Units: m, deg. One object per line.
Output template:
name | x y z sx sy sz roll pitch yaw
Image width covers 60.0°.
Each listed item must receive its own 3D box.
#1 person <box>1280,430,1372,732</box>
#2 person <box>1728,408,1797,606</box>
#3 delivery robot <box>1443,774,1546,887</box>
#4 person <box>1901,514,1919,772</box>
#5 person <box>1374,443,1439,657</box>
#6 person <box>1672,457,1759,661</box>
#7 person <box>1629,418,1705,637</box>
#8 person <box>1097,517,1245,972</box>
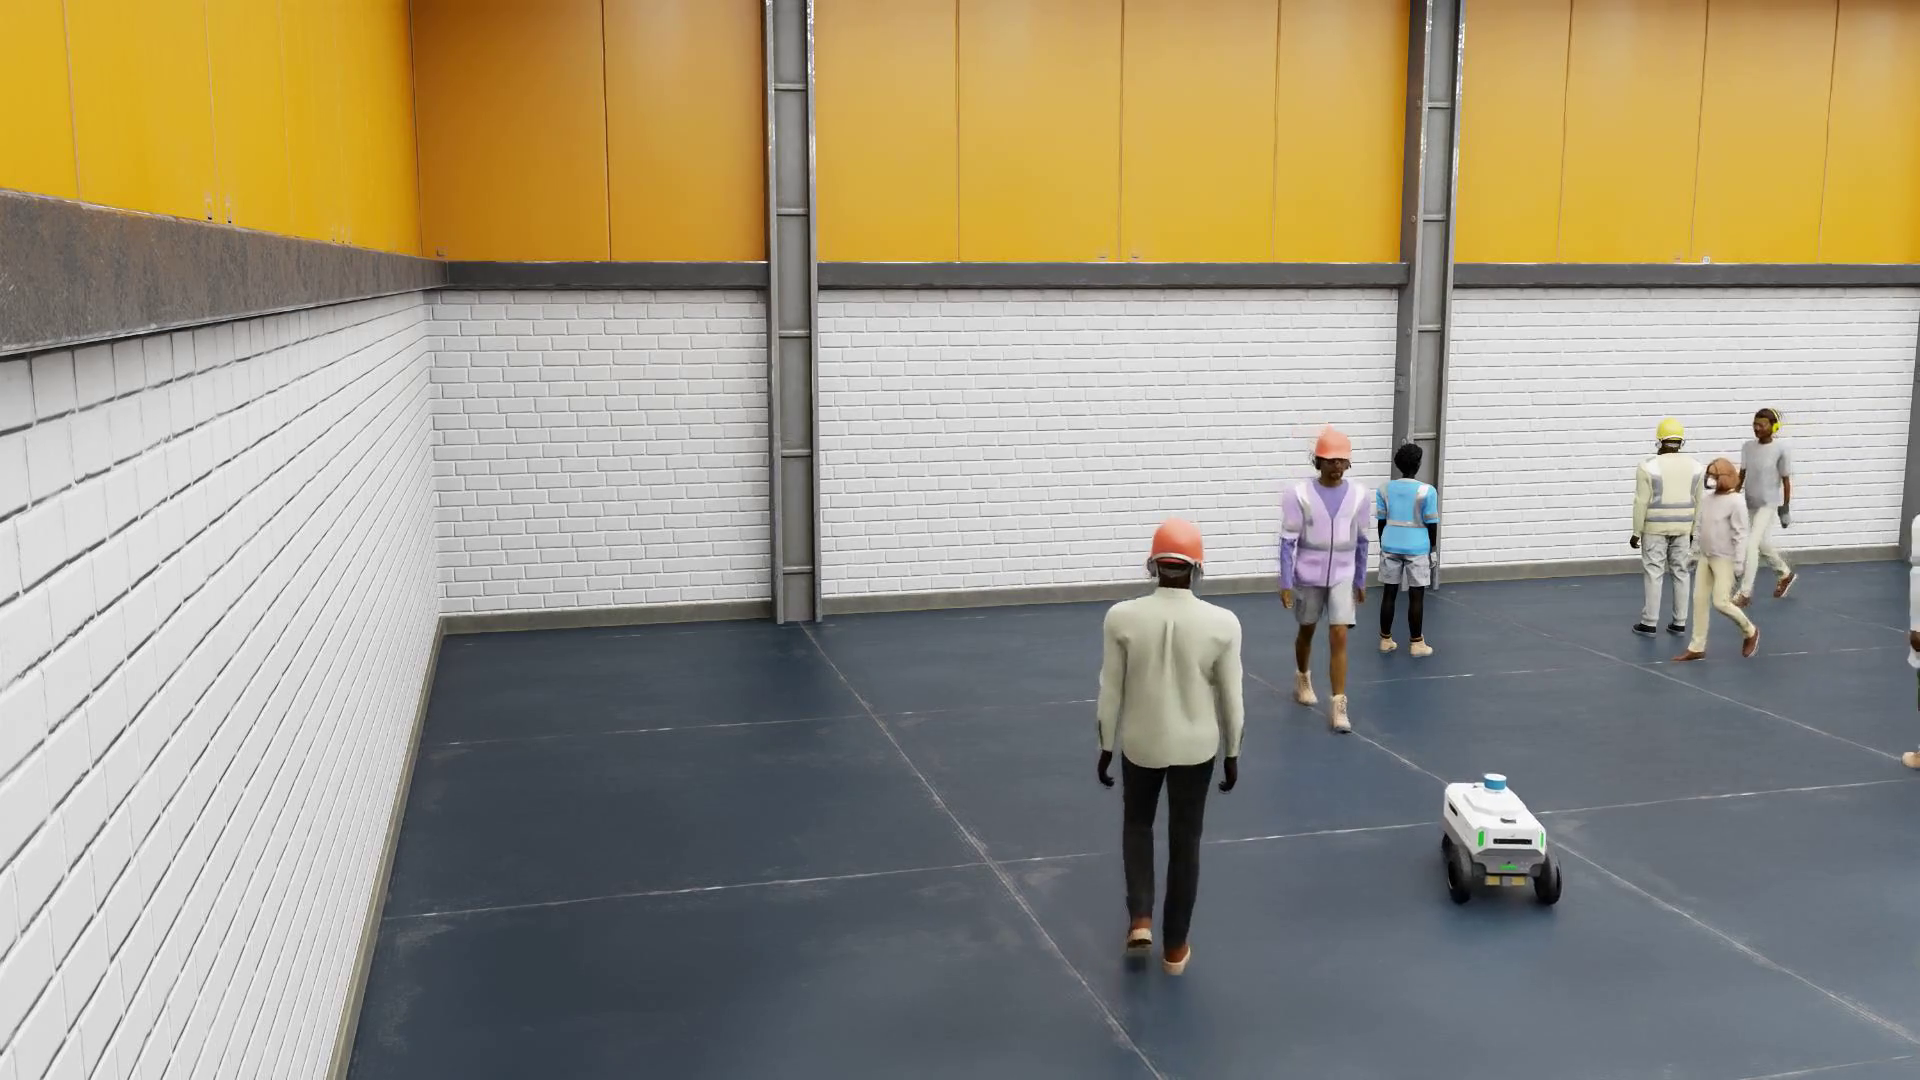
person | 2.480 0.240 11.322 0.616 1.994 1.049 0 9 1
person | 7.411 -0.317 15.272 0.911 1.832 0.511 -3 10 -20
delivery robot | 2.632 1.400 8.213 0.477 0.478 0.707 0 9 3
person | 5.934 0.446 9.876 0.632 2.028 0.585 -1 9 -5
person | 3.541 0.080 13.184 0.535 1.700 0.318 8 12 40
person | 5.911 0.162 12.931 0.582 1.621 0.523 -2 9 -12
person | 5.888 -0.102 13.899 0.591 1.834 0.404 -1 9 -3
person | 0.924 0.886 7.256 0.645 1.981 0.443 2 9 10
